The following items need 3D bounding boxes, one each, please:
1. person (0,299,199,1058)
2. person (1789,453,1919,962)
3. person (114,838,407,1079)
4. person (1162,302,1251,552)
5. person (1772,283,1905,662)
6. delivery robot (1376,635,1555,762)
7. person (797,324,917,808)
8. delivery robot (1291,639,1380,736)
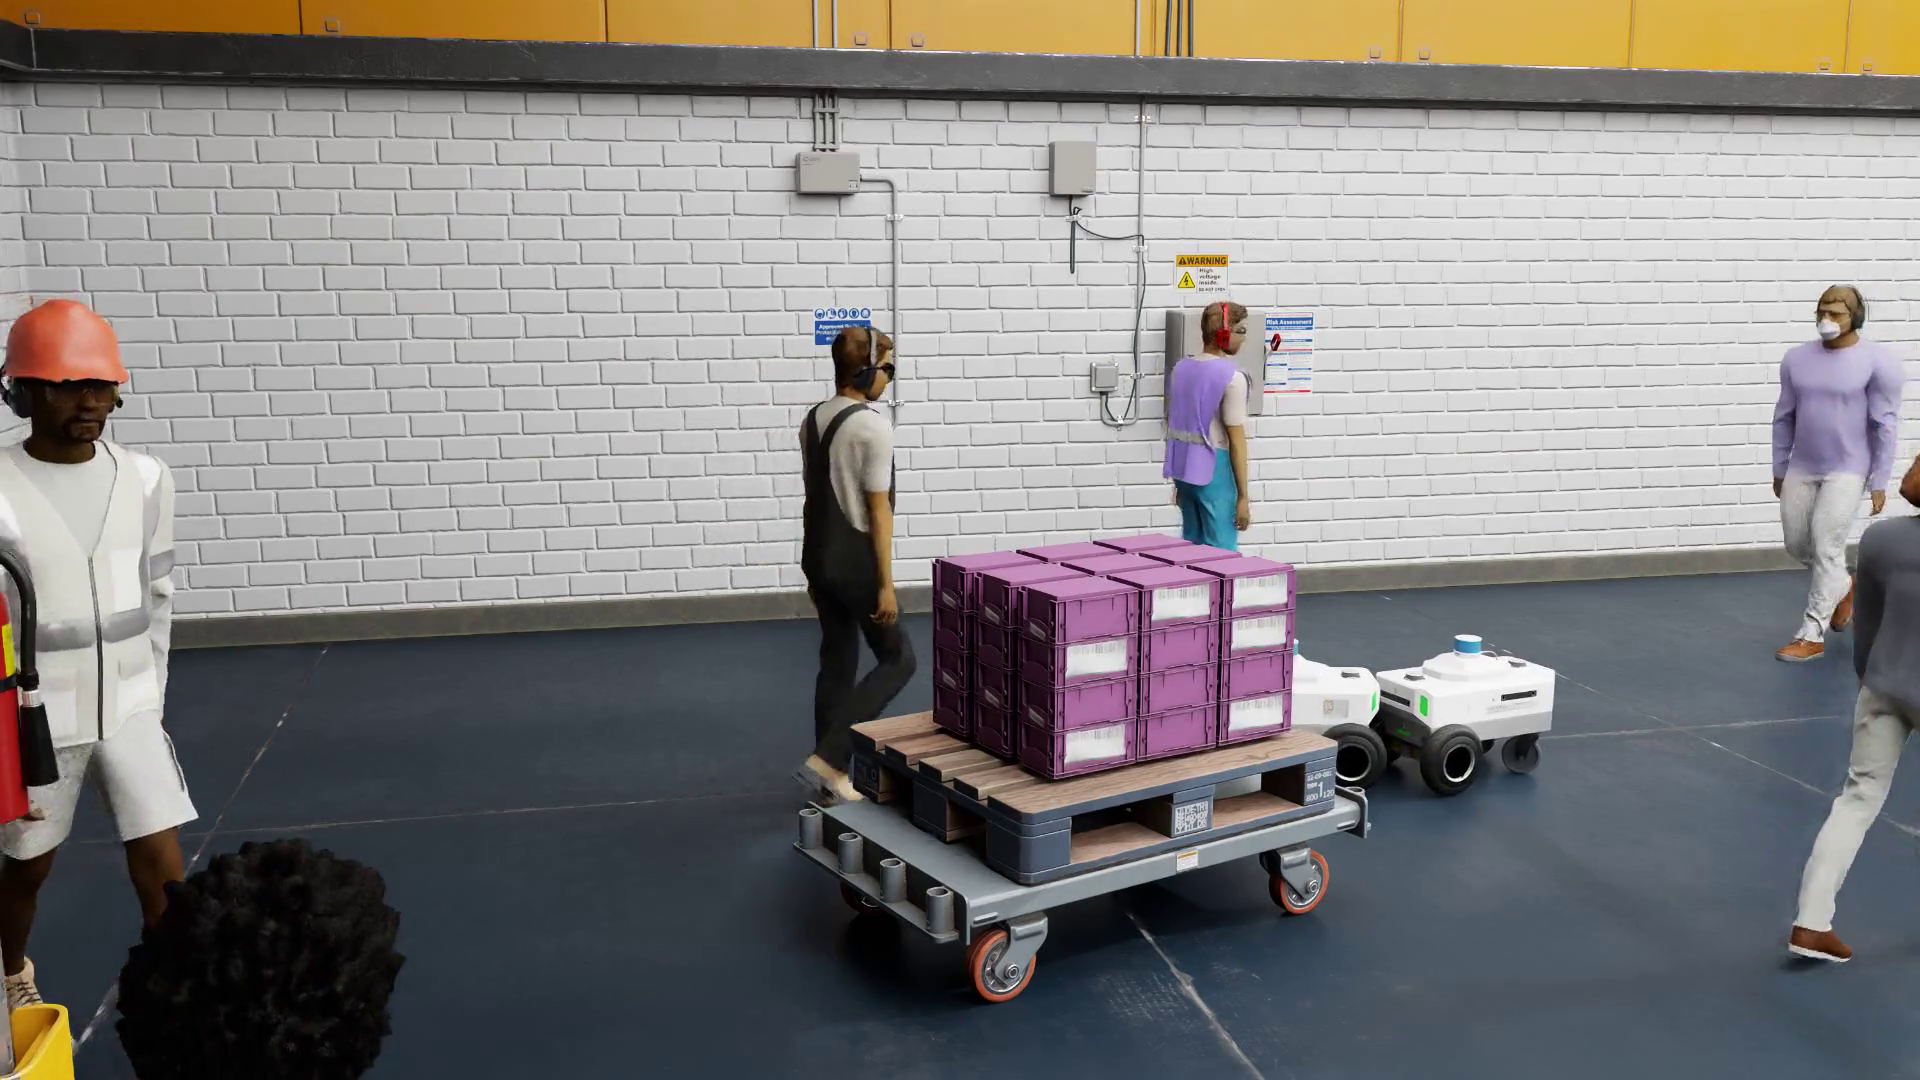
[{"bbox_3d":[-2.187,0.414,4.094,1.036,1.999,0.617,8,13,37],"label":"person"},{"bbox_3d":[2.813,0.467,4.888,0.846,1.590,0.513,-5,11,-25],"label":"person"},{"bbox_3d":[-0.519,1.065,1.431,0.531,1.653,0.911,-2,10,-8],"label":"person"},{"bbox_3d":[1.220,-0.273,8.376,0.501,1.828,0.617,-6,12,-29],"label":"person"},{"bbox_3d":[4.502,-0.351,8.520,0.747,1.924,0.638,-6,12,-30],"label":"person"},{"bbox_3d":[2.020,0.622,6.643,0.707,0.478,0.477,-5,11,-24],"label":"delivery robot"},{"bbox_3d":[-0.385,0.125,6.128,0.410,1.827,0.541,-8,13,-39],"label":"person"},{"bbox_3d":[1.280,0.631,6.591,0.707,0.478,0.477,1,10,3],"label":"delivery robot"}]
